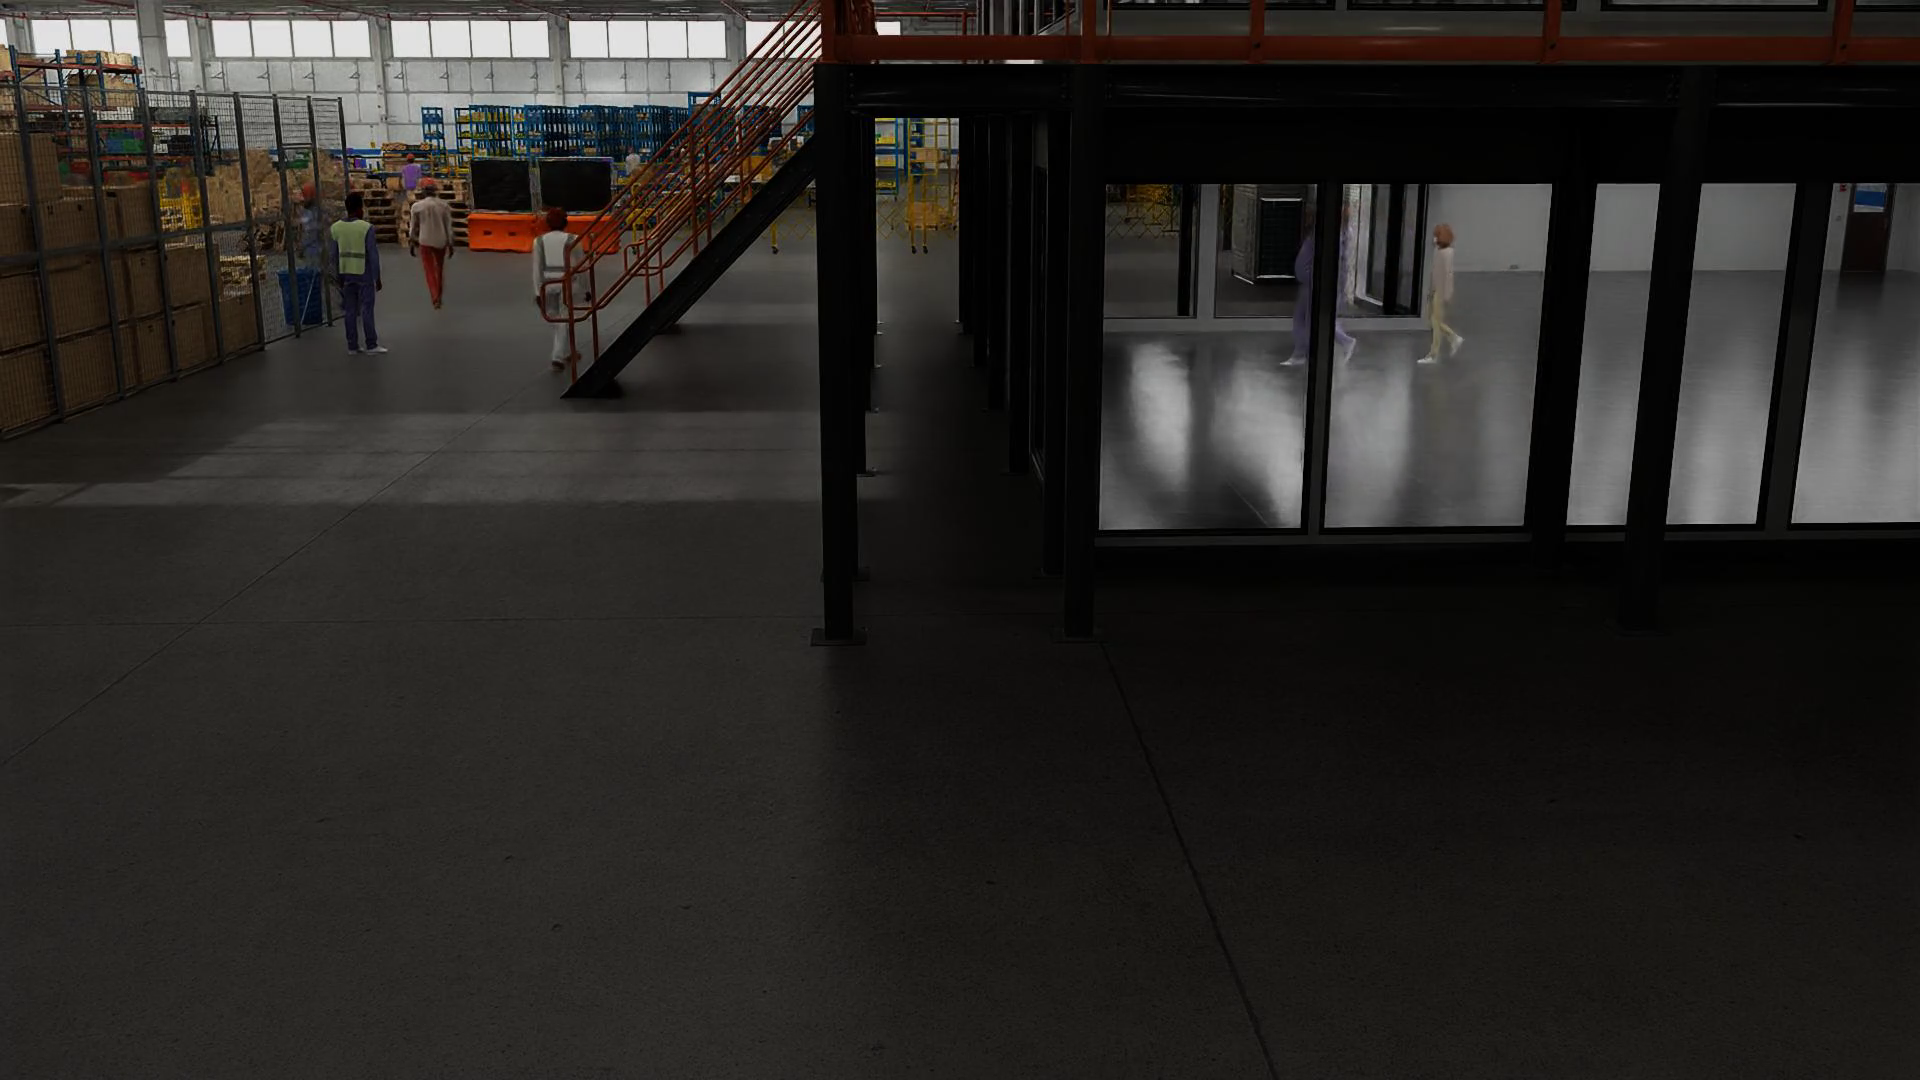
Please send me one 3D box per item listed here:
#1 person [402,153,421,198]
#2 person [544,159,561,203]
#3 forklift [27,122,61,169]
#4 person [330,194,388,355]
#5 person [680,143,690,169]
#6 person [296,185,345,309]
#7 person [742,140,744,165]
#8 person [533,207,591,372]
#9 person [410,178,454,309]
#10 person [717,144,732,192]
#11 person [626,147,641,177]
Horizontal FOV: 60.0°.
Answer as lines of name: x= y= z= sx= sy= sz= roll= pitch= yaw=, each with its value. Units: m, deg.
person: x=-15.893 y=-10.258 z=48.276 sx=0.551 sy=1.919 sz=0.496 roll=-3 pitch=14 yaw=-13
person: x=-11.295 y=-9.678 z=46.172 sx=0.423 sy=1.813 sz=0.615 roll=5 pitch=15 yaw=20
forklift: x=-35.376 y=-14.773 z=64.377 sx=1.129 sy=2.768 sz=1.873 roll=-1 pitch=14 yaw=-2
person: x=-7.255 y=-3.186 z=20.017 sx=0.597 sy=1.916 sz=0.370 roll=4 pitch=15 yaw=15
person: x=-13.876 y=-19.222 z=84.286 sx=0.591 sy=1.833 sz=0.404 roll=-5 pitch=15 yaw=-20
person: x=-9.454 y=-4.290 z=24.519 sx=0.914 sy=1.878 sz=0.580 roll=-9 pitch=17 yaw=-31
person: x=-11.437 y=-20.287 z=88.223 sx=0.384 sy=1.991 sz=0.609 roll=-4 pitch=15 yaw=-15
person: x=-4.502 y=-2.826 z=18.773 sx=0.576 sy=1.837 sz=1.004 roll=2 pitch=14 yaw=10
person: x=-7.983 y=-4.480 z=25.187 sx=0.628 sy=1.964 sz=0.934 roll=-7 pitch=16 yaw=-26
person: x=-8.245 y=-12.888 z=58.575 sx=0.633 sy=2.040 sz=0.385 roll=-13 pitch=19 yaw=-42
person: x=-12.240 y=-13.739 z=62.262 sx=0.419 sy=1.890 sz=0.661 roll=13 pitch=19 yaw=42
